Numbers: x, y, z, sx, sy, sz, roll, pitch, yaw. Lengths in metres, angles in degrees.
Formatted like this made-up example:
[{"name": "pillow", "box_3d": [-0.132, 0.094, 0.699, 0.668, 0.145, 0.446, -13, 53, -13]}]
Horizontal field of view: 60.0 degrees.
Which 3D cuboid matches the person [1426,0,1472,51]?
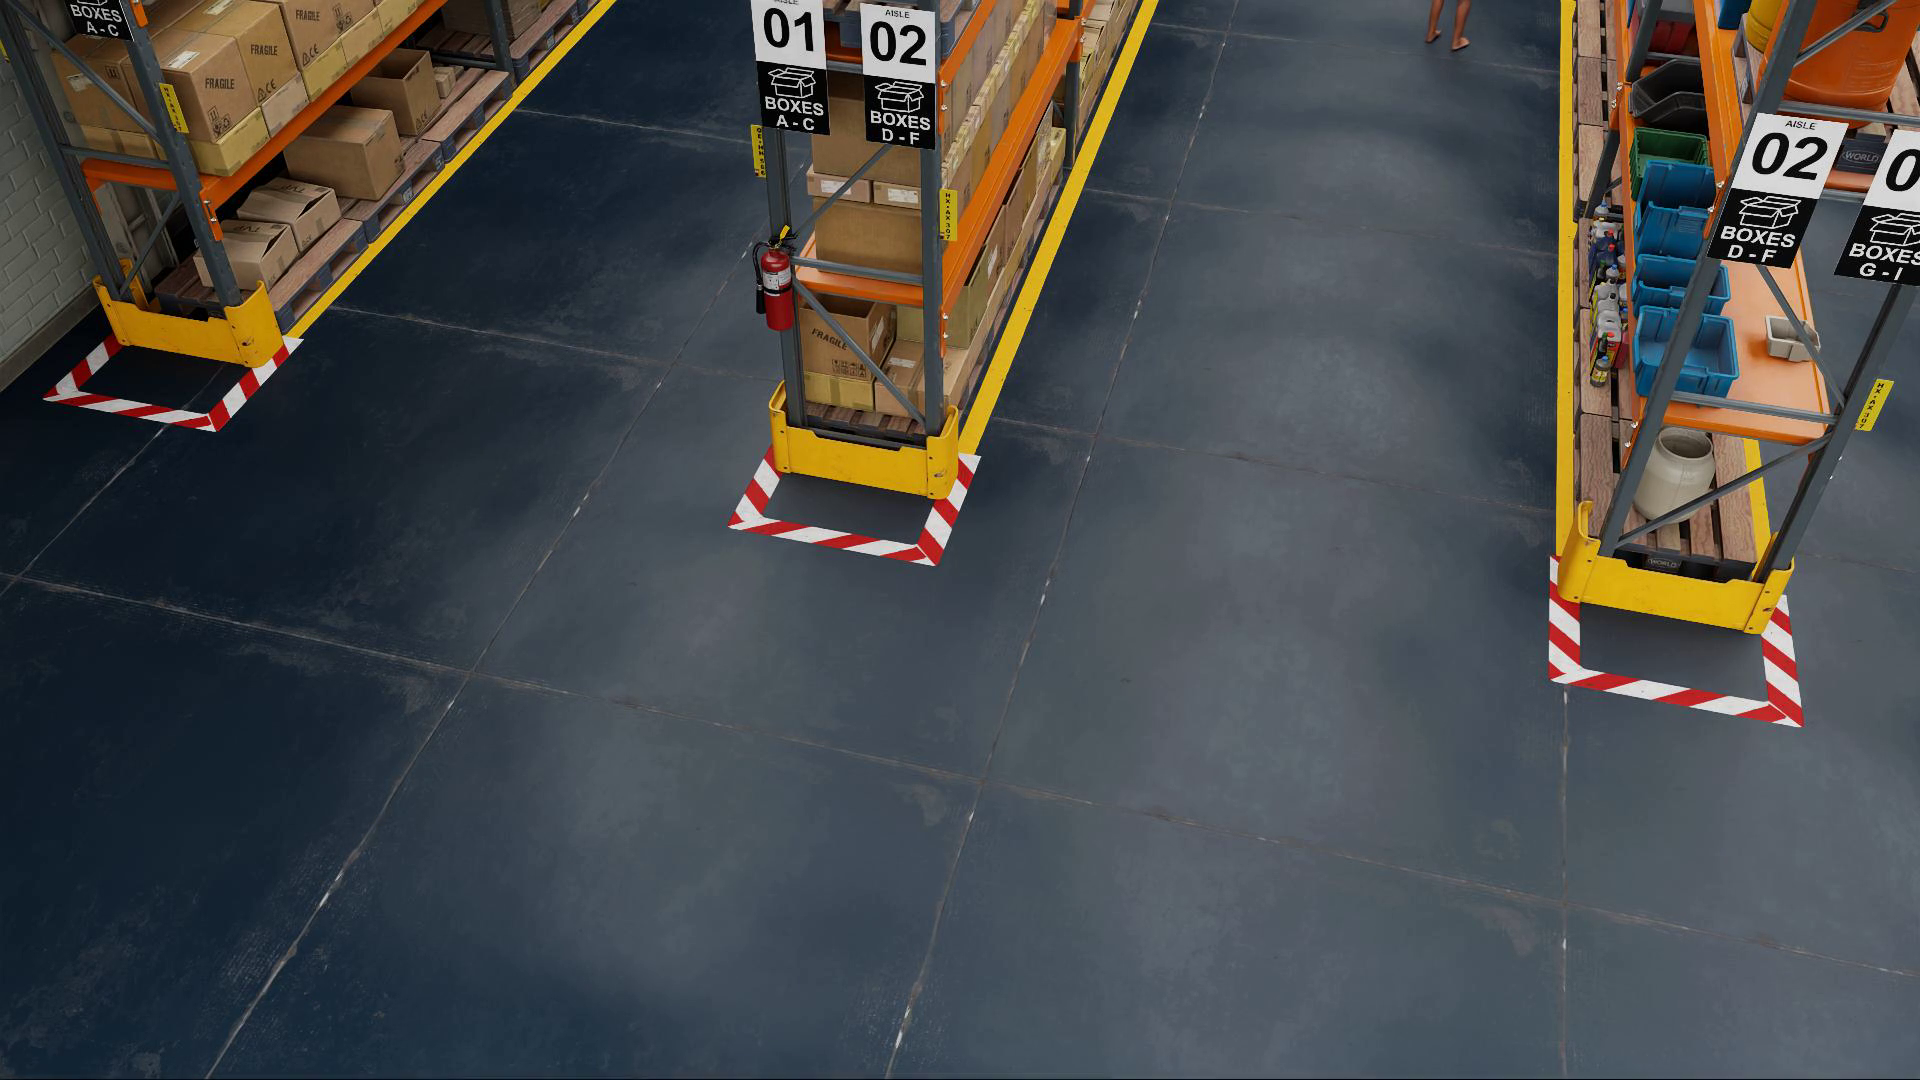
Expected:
[{"name": "person", "box_3d": [4.375, -5.105, 14.513, 0.659, 1.632, 0.649, 29, 50, 27]}]
